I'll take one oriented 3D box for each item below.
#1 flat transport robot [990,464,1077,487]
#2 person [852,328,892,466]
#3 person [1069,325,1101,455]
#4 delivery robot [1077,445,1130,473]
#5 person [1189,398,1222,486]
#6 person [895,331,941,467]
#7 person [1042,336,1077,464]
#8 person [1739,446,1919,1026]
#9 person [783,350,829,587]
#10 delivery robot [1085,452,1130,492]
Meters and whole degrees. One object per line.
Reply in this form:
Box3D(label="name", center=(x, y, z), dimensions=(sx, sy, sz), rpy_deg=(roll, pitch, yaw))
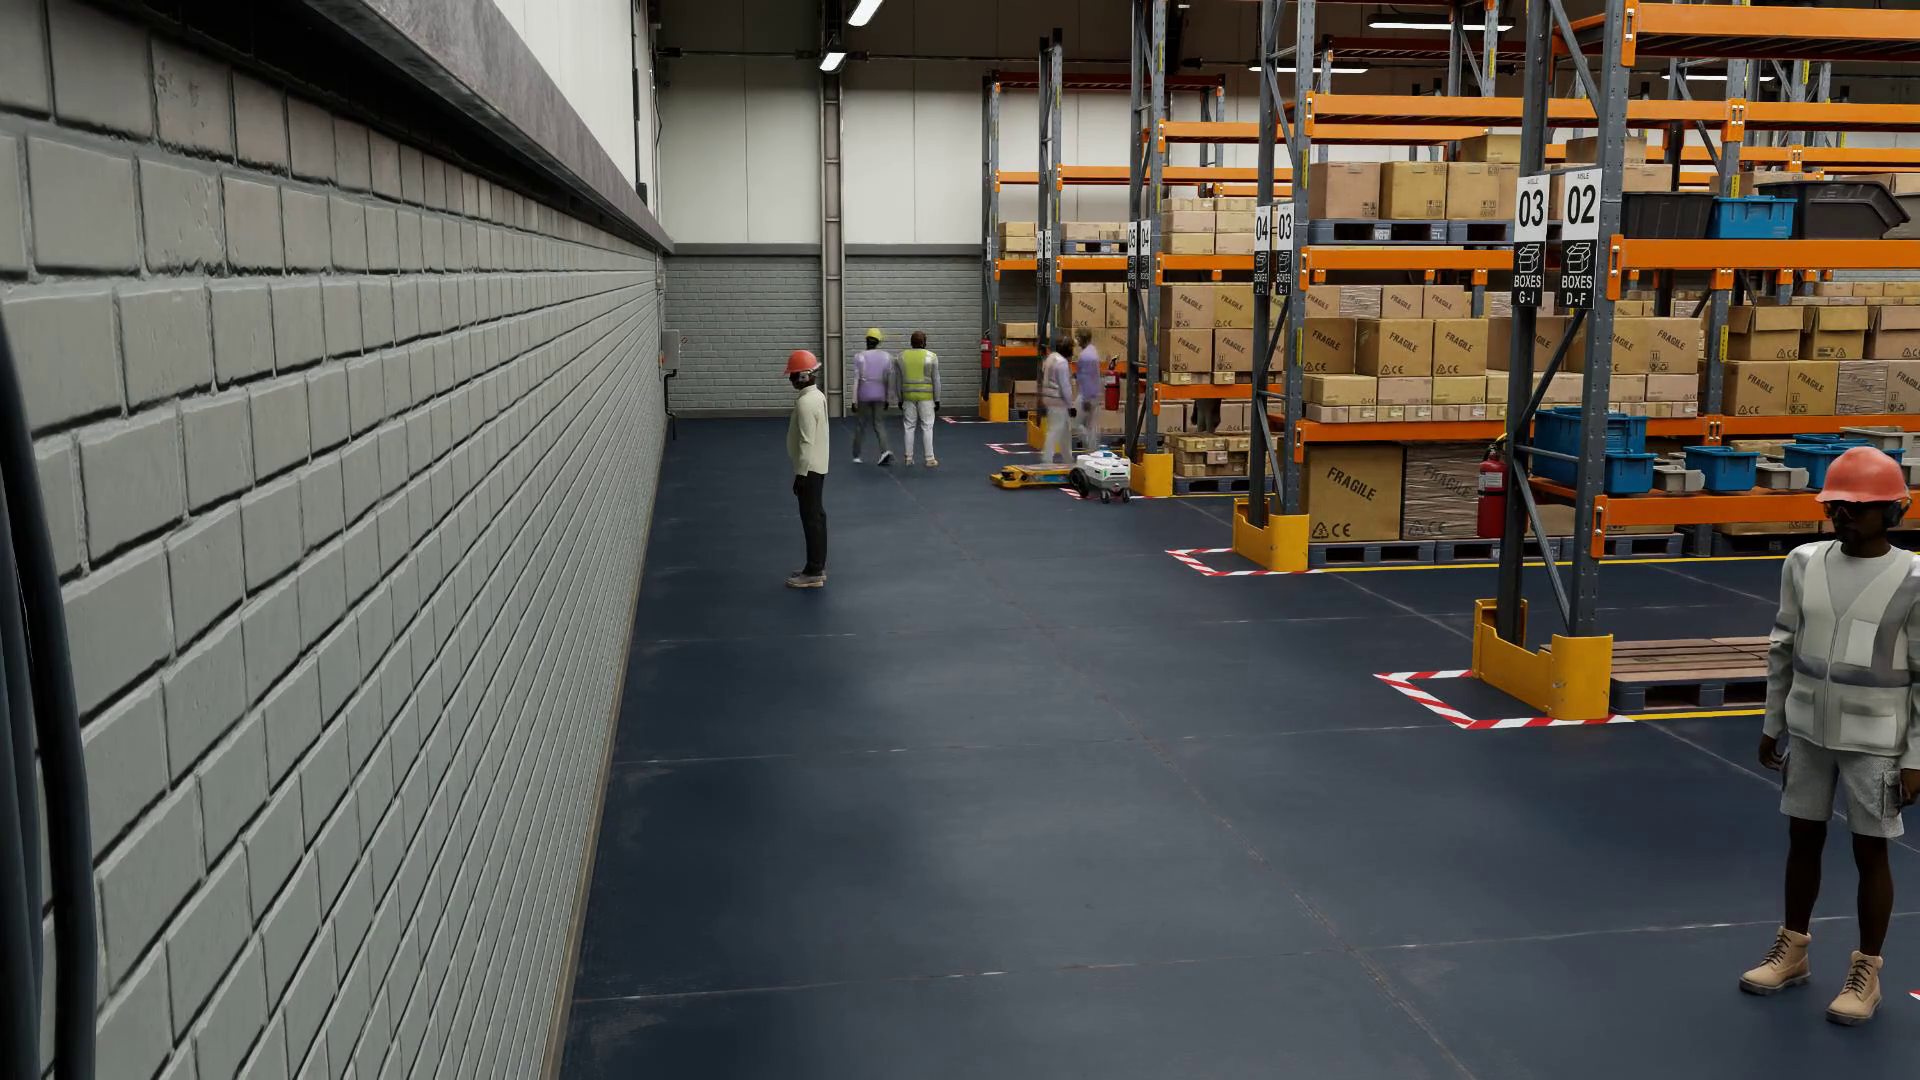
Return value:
Box3D(label="flat transport robot", center=(1.139, -0.808, 20.575), dimensions=(1.431, 0.197, 0.652), rpy_deg=(-2, 9, -13))
Box3D(label="person", center=(-1.186, -1.949, 22.697), dimensions=(0.607, 1.890, 0.815), rpy_deg=(-3, 10, -20))
Box3D(label="person", center=(1.662, -1.905, 22.276), dimensions=(0.450, 1.925, 0.635), rpy_deg=(1, 9, 9))
Box3D(label="delivery robot", center=(1.721, -0.890, 19.920), dimensions=(0.477, 0.478, 0.707), rpy_deg=(-6, 11, -33))
Box3D(label="person", center=(3.039, -1.591, 20.530), dimensions=(0.326, 1.860, 0.515), rpy_deg=(-5, 10, -27))
Box3D(label="person", center=(-0.555, -1.910, 22.540), dimensions=(0.630, 1.843, 0.429), rpy_deg=(2, 10, 14))
Box3D(label="person", center=(1.393, -1.781, 21.898), dimensions=(0.754, 1.798, 0.664), rpy_deg=(-1, 9, -9))
Box3D(label="person", center=(3.139, 0.686, 5.910), dimensions=(0.374, 2.044, 0.607), rpy_deg=(-6, 11, -35))
Box3D(label="person", center=(-1.286, -0.602, 14.007), dimensions=(0.380, 1.993, 0.610), rpy_deg=(1, 9, 4))
Box3D(label="delivery robot", center=(1.706, -0.776, 19.213), dimensions=(0.477, 0.478, 0.707), rpy_deg=(-2, 10, -14))
